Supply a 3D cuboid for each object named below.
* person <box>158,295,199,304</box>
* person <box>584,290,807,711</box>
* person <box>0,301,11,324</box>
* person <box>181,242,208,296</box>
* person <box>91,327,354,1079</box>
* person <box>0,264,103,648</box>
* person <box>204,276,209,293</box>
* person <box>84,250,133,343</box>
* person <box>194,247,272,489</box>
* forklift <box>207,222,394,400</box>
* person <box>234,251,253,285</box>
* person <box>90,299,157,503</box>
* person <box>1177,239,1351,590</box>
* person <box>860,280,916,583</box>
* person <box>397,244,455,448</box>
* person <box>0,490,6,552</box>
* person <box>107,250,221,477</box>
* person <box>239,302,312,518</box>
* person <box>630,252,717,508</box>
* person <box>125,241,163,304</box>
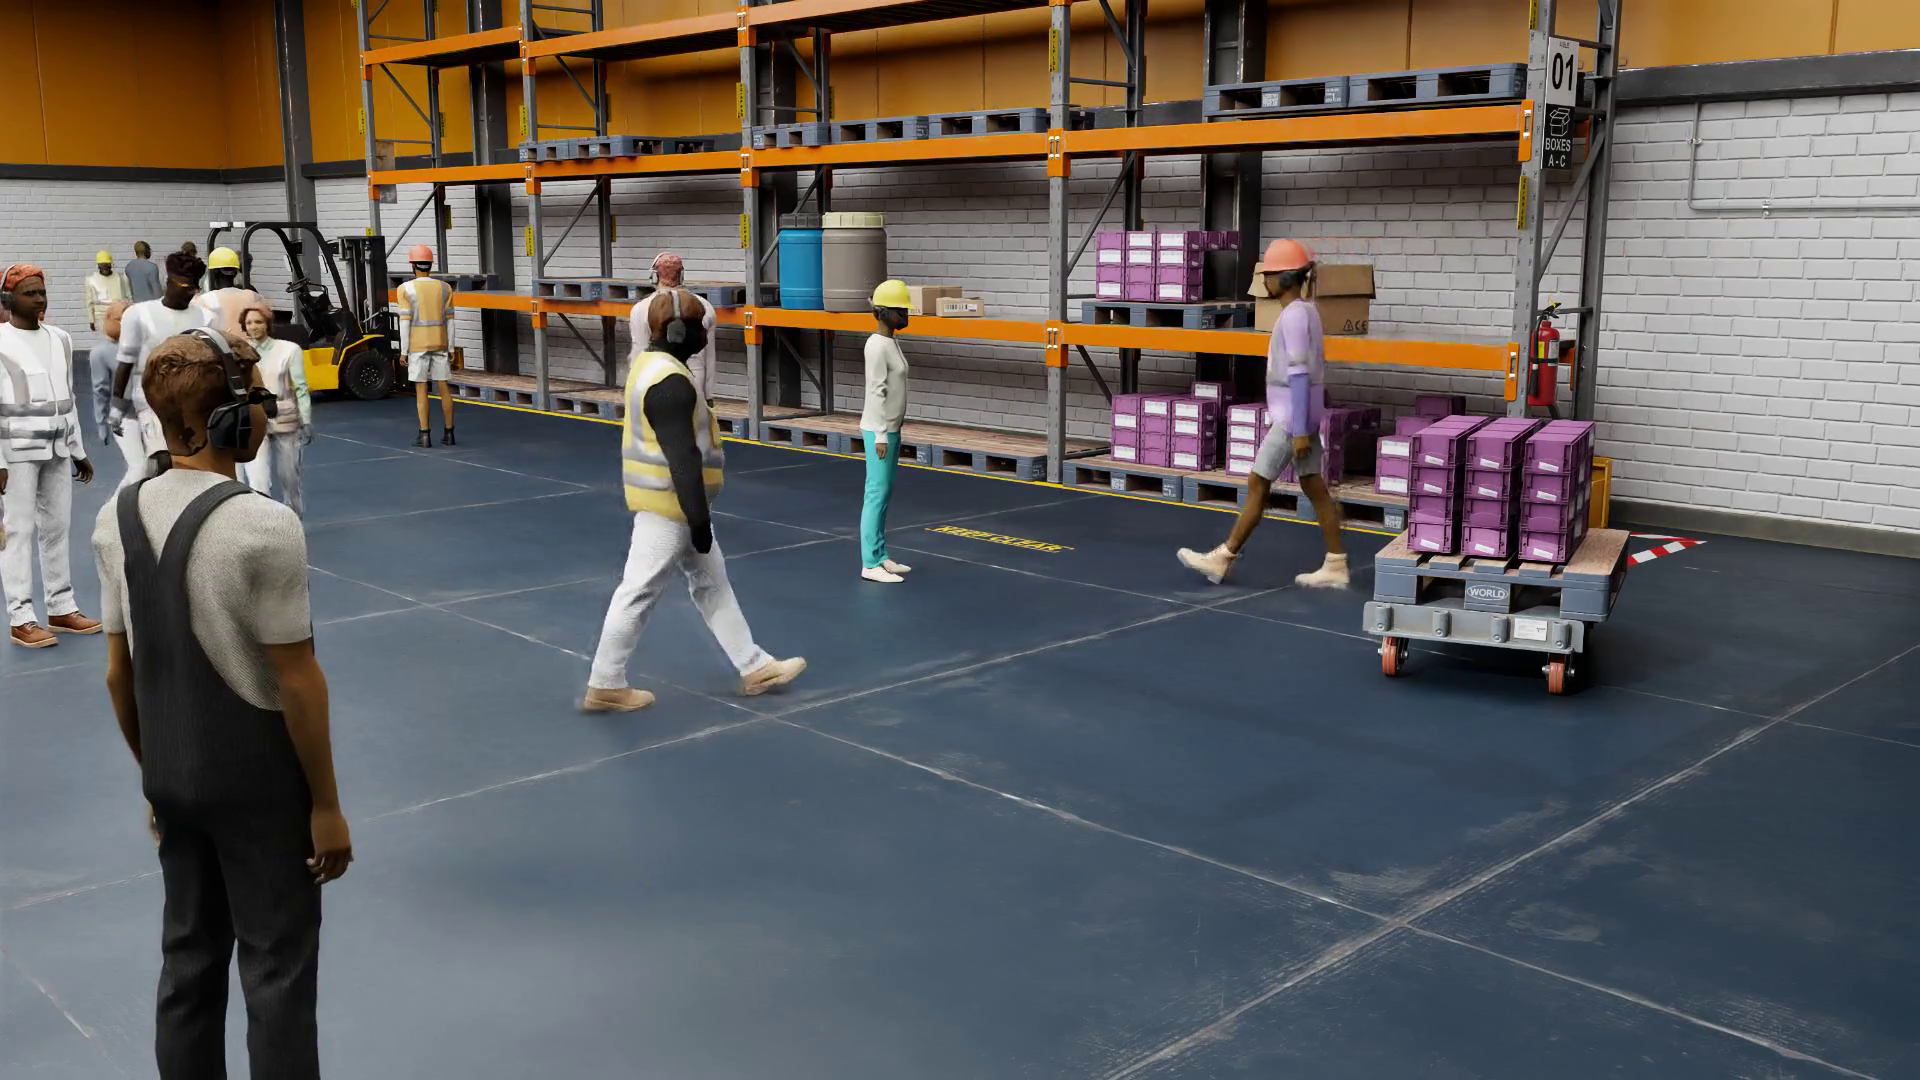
[{"bbox_3d":[-8.435,-2.099,18.089,0.513,1.638,0.313,-8,13,-37],"label":"person"},{"bbox_3d":[-1.172,-0.159,7.087,0.986,1.789,0.647,-2,11,-13],"label":"person"},{"bbox_3d":[-9.969,-1.958,17.066,0.472,1.737,0.544,9,13,39],"label":"person"},{"bbox_3d":[-12.457,-3.870,27.000,0.657,1.907,0.825,-6,12,-32],"label":"person"},{"bbox_3d":[-1.444,0.505,3.325,0.507,1.847,0.343,4,11,21],"label":"person"},{"bbox_3d":[-4.588,-0.421,8.271,0.355,1.883,0.573,3,11,17],"label":"person"},{"bbox_3d":[-10.050,-3.056,22.830,0.404,1.819,0.606,5,12,27],"label":"person"},{"bbox_3d":[-11.853,-3.128,23.197,0.620,1.820,0.451,-7,13,-35],"label":"person"},{"bbox_3d":[-5.718,-1.326,13.087,0.388,1.926,0.590,7,13,35],"label":"person"},{"bbox_3d":[-8.169,-2.758,20.163,2.313,2.155,1.214,-10,14,-44],"label":"forklift"},{"bbox_3d":[-9.719,-2.955,22.281,0.589,1.821,0.703,-2,11,-10],"label":"person"},{"bbox_3d":[-5.559,-0.807,11.119,0.748,1.607,0.500,6,12,30],"label":"person"},{"bbox_3d":[1.795,-0.703,9.509,1.025,1.986,0.646,3,11,18],"label":"person"},{"bbox_3d":[-0.415,-0.638,9.780,0.329,1.765,0.533,1,10,7],"label":"person"},{"bbox_3d":[-5.115,-1.855,15.939,0.549,1.936,0.376,-8,13,-38],"label":"person"},{"bbox_3d":[-4.292,-0.089,6.899,0.898,1.722,0.536,10,14,44],"label":"person"},{"bbox_3d":[-4.906,-0.833,10.403,0.732,1.920,0.698,9,13,39],"label":"person"},{"bbox_3d":[-4.485,-0.747,10.824,0.522,1.607,0.771,-3,11,-16],"label":"person"},{"bbox_3d":[-1.958,-0.987,11.287,0.636,1.911,0.405,-8,13,-36],"label":"person"},{"bbox_3d":[-12.228,-3.520,25.019,0.630,1.940,0.372,4,11,22],"label":"person"}]
